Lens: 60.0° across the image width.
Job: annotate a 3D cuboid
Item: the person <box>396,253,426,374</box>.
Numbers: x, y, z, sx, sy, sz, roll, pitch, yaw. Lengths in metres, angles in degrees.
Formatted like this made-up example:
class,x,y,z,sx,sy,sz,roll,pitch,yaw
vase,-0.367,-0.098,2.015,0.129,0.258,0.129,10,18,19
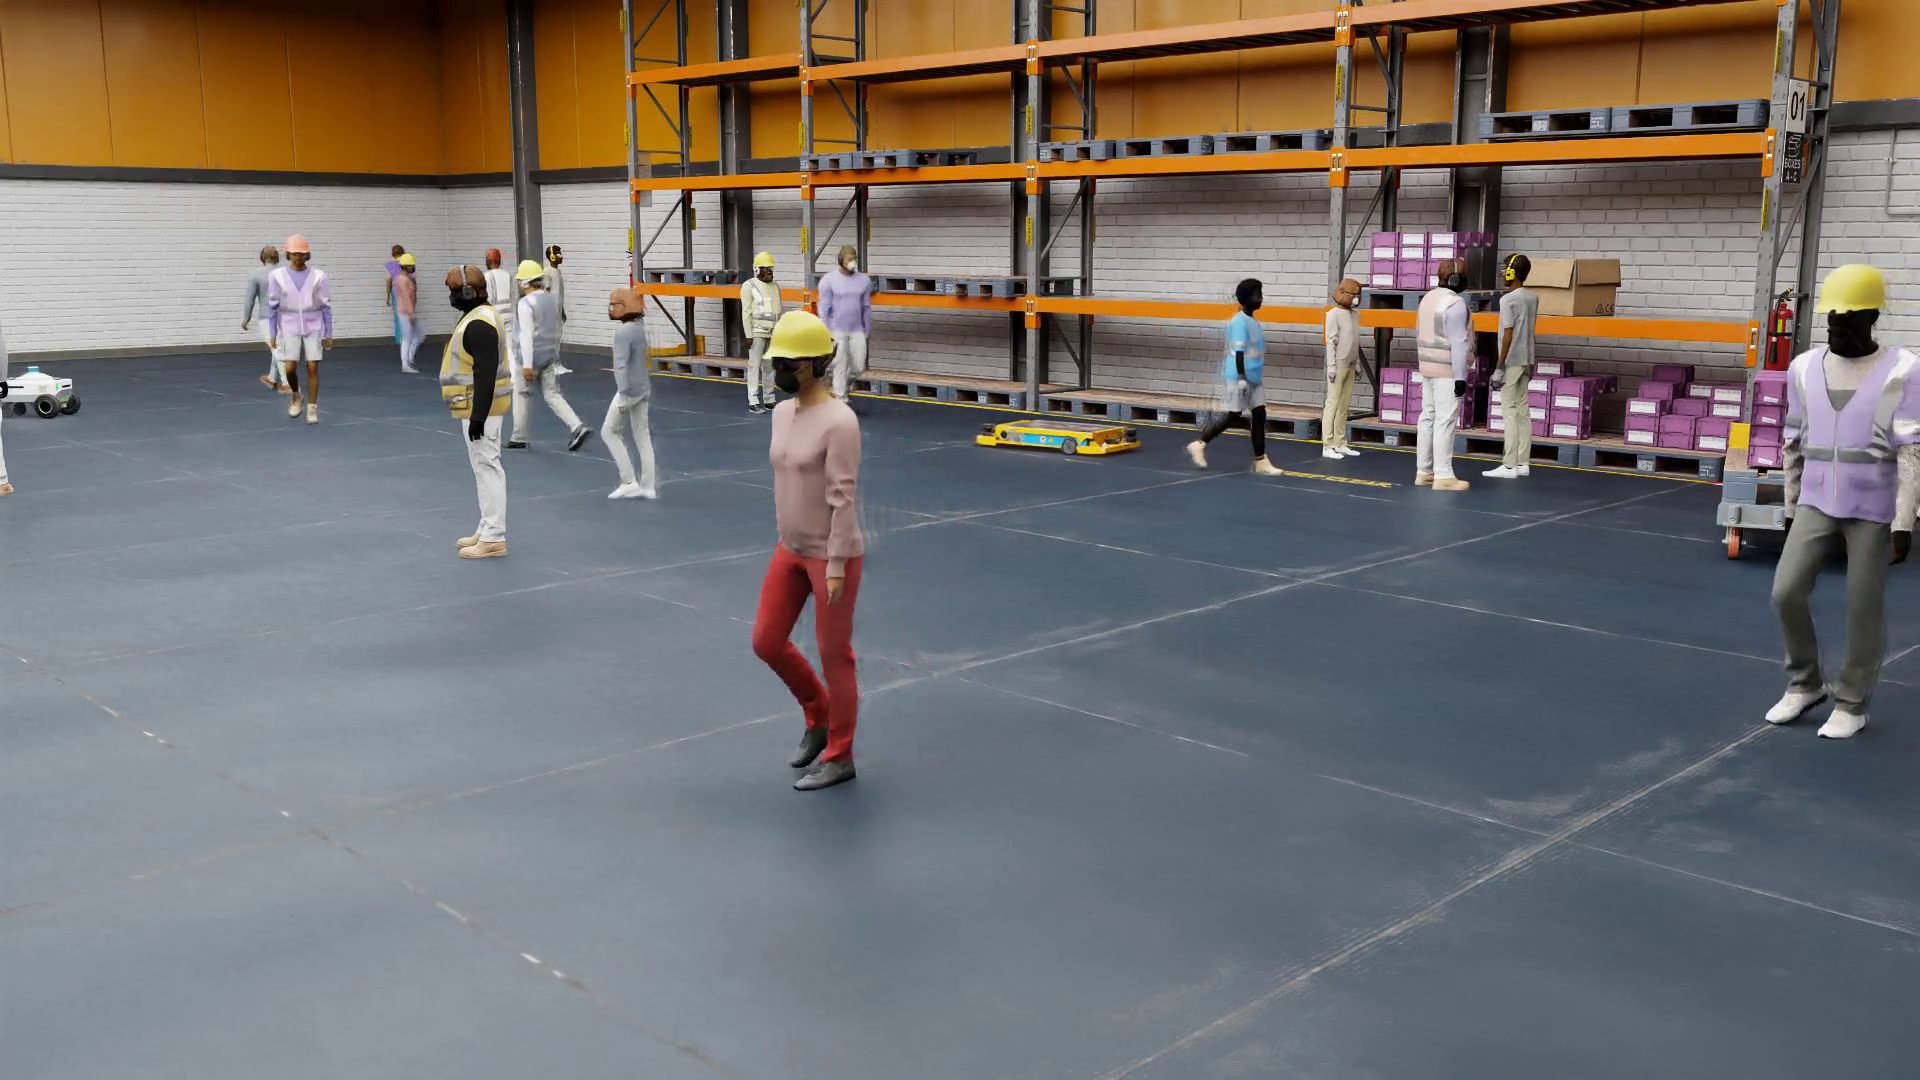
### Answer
class,x,y,z,sx,sy,sz,roll,pitch,yaw
person,-8.040,-3.305,24.342,0.383,1.754,0.532,-2,11,-8

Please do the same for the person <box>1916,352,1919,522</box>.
class,x,y,z,sx,sy,sz,roll,pitch,yaw
person,6.630,-0.929,11.114,0.636,1.856,0.938,-3,11,-17

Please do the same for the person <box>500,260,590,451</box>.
class,x,y,z,sx,sy,sz,roll,pitch,yaw
person,-3.908,-1.712,15.549,0.852,1.802,0.601,3,11,17

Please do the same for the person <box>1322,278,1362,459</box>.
class,x,y,z,sx,sy,sz,roll,pitch,yaw
person,3.502,-1.564,15.188,0.289,1.632,0.497,10,14,42

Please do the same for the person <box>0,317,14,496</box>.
class,x,y,z,sx,sy,sz,roll,pitch,yaw
person,-7.687,-1.238,12.842,0.623,1.844,0.429,-5,11,-24

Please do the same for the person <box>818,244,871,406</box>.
class,x,y,z,sx,sy,sz,roll,pitch,yaw
person,-1.287,-2.279,18.285,0.629,1.926,0.600,-5,12,-28

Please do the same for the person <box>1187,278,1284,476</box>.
class,x,y,z,sx,sy,sz,roll,pitch,yaw
person,2.355,-1.384,14.095,0.769,1.674,0.534,6,12,30

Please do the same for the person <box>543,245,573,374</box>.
class,x,y,z,sx,sy,sz,roll,pitch,yaw
person,-5.917,-3.372,24.384,0.328,1.877,0.515,1,10,7

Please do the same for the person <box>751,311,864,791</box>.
class,x,y,z,sx,sy,sz,roll,pitch,yaw
person,-0.539,0.054,6.031,0.377,1.755,0.524,-10,14,-42

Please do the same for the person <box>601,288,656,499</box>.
class,x,y,z,sx,sy,sz,roll,pitch,yaw
person,-2.555,-1.106,12.709,0.474,1.616,0.534,2,11,11

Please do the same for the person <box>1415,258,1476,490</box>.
class,x,y,z,sx,sy,sz,roll,pitch,yaw
person,3.892,-1.325,13.316,0.429,1.841,0.634,-2,11,-11

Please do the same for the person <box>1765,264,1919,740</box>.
class,x,y,z,sx,sy,sz,roll,pitch,yaw
person,3.540,-0.133,6.642,0.465,1.910,0.606,-8,13,-37

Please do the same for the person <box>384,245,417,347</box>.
class,x,y,z,sx,sy,sz,roll,pitch,yaw
person,-10.153,-4.433,30.244,0.567,1.848,0.389,-8,13,-38

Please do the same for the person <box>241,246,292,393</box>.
class,x,y,z,sx,sy,sz,roll,pitch,yaw
person,-8.894,-2.844,21.493,1.038,1.881,0.652,8,13,37

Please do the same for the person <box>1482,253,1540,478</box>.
class,x,y,z,sx,sy,sz,roll,pitch,yaw
person,4.618,-1.449,13.909,0.517,1.873,0.334,-9,14,-40

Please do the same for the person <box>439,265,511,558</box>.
class,x,y,z,sx,sy,sz,roll,pitch,yaw
person,-3.054,-0.808,10.513,0.429,1.838,0.621,-3,11,-16

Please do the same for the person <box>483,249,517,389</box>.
class,x,y,z,sx,sy,sz,roll,pitch,yaw
person,-6.183,-2.917,22.012,0.985,1.829,0.598,6,12,31

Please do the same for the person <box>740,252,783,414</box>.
class,x,y,z,sx,sy,sz,roll,pitch,yaw
person,-2.231,-2.370,19.030,0.403,1.835,0.588,8,13,38

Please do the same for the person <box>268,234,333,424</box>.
class,x,y,z,sx,sy,sz,roll,pitch,yaw
person,-7.069,-2.255,17.855,0.650,2.034,0.546,-4,11,-21

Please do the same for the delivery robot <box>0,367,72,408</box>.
class,x,y,z,sx,sy,sz,roll,pitch,yaw
delivery robot,-10.313,-1.688,18.545,0.707,0.478,0.477,0,10,1

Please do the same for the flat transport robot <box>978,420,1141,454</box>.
class,x,y,z,sx,sy,sz,roll,pitch,yaw
flat transport robot,0.934,-0.988,15.762,1.431,0.197,0.652,7,13,35
